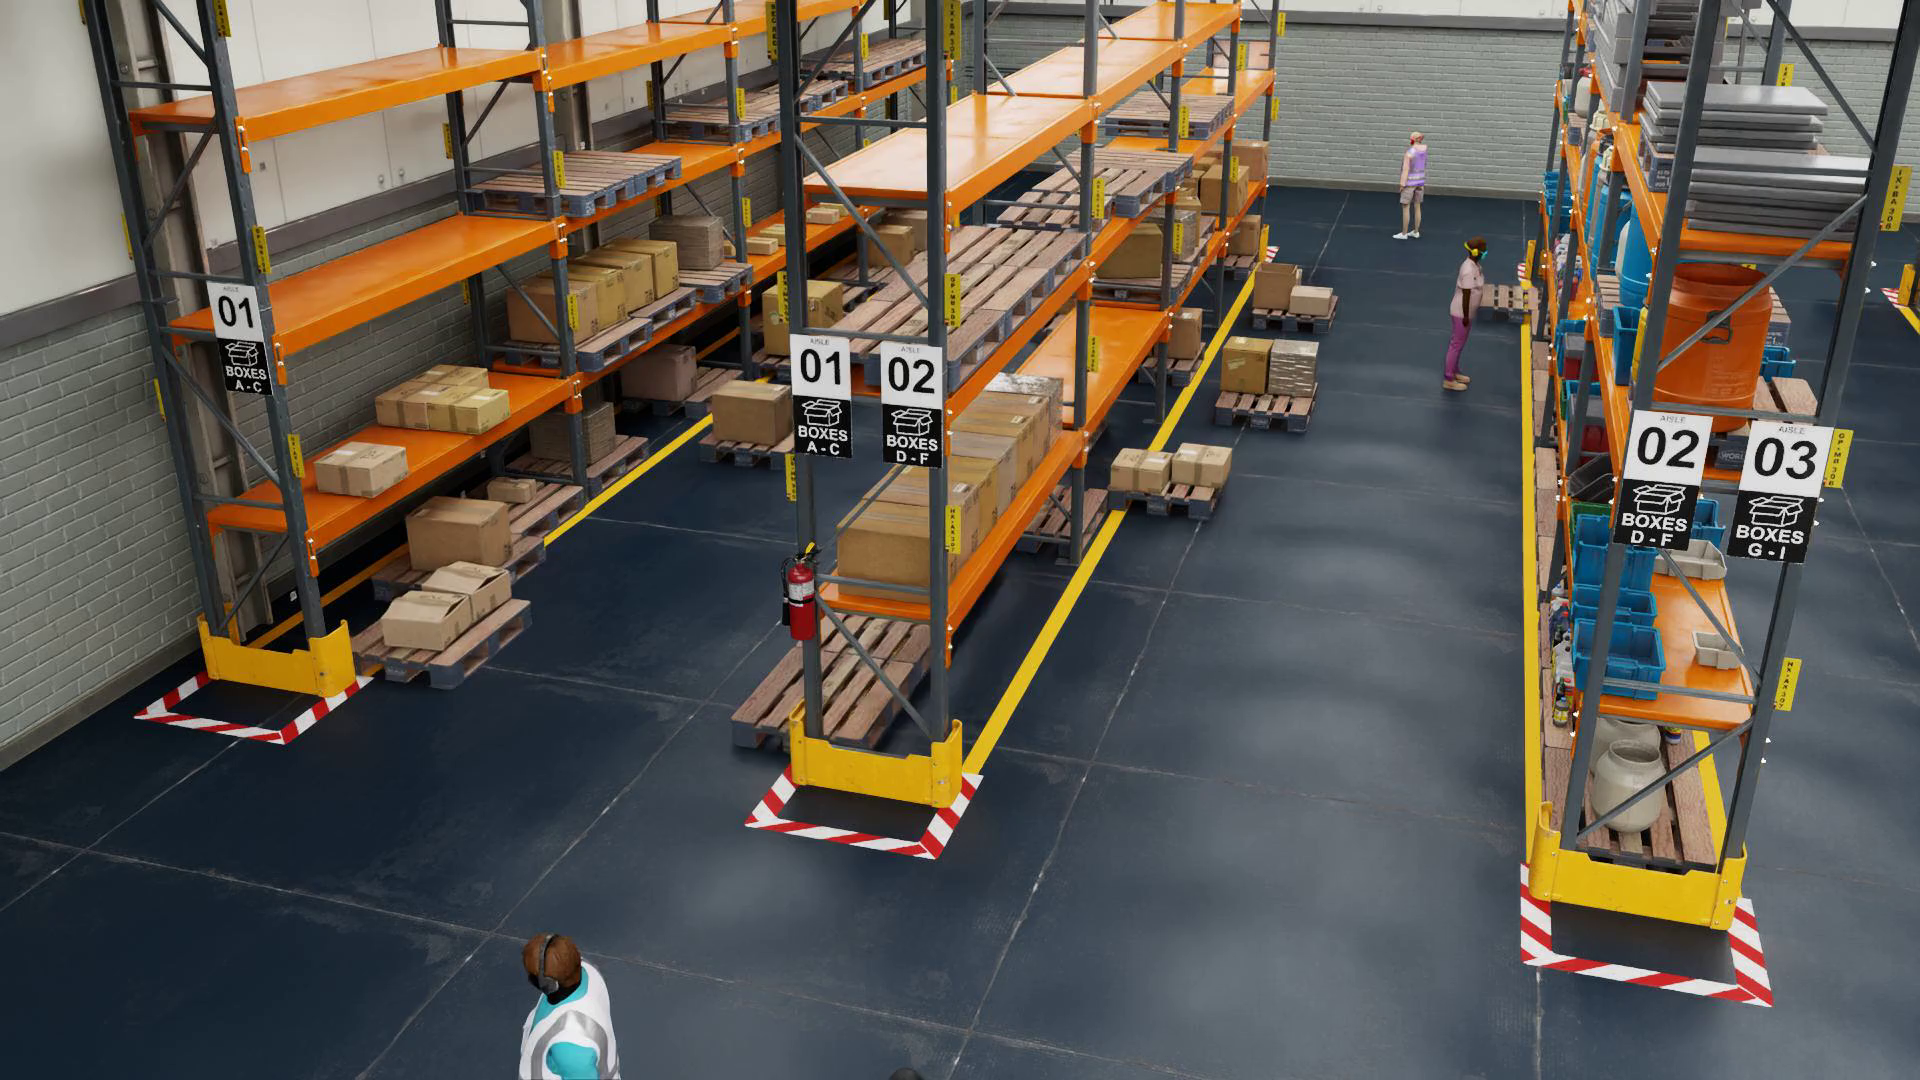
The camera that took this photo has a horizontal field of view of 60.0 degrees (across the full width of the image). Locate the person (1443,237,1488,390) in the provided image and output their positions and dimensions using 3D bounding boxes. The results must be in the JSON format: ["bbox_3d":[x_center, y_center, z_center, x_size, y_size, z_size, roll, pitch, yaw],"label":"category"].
[{"bbox_3d":[5.893,-2.649,19.394,0.341,1.791,0.504,8,25,18],"label":"person"}]

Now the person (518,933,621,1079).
[{"bbox_3d":[-1.712,2.515,7.362,0.431,1.840,0.621,-4,24,-10],"label":"person"}]

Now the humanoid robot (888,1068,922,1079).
[{"bbox_3d":[-0.220,2.820,6.865,0.614,1.650,0.359,7,24,15],"label":"humanoid robot"}]

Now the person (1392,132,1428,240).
[{"bbox_3d":[7.187,-5.624,26.423,0.490,1.688,0.345,-14,27,-30],"label":"person"}]
